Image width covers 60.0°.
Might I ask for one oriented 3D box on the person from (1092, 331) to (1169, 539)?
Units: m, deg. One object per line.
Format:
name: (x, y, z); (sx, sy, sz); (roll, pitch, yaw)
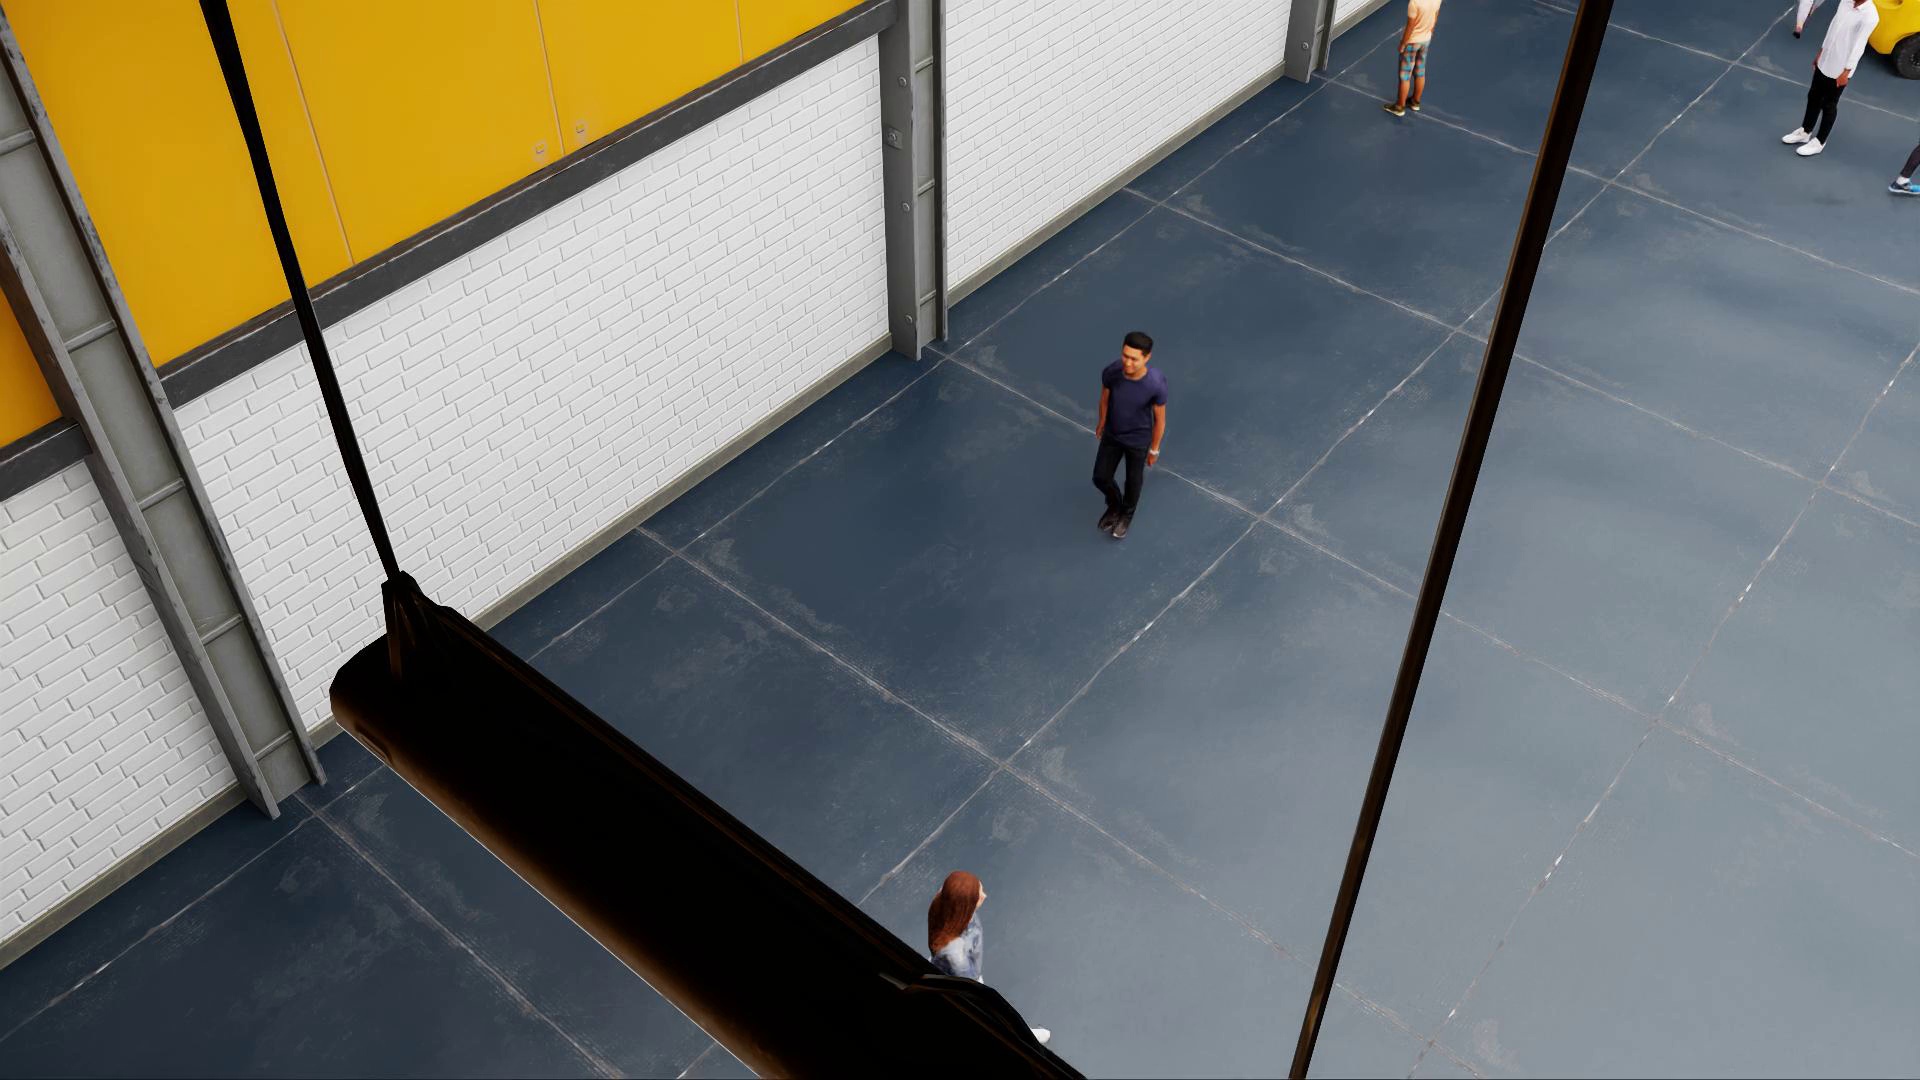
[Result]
person: (1.203, -0.772, 11.493); (0.723, 1.783, 0.667); (21, 47, 20)

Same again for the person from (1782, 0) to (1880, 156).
person: (8.088, -4.422, 15.307); (0.750, 1.806, 0.707); (-7, 44, -7)

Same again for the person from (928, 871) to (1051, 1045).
person: (-0.134, 2.242, 8.425); (1.127, 1.652, 1.133); (1, 44, 1)

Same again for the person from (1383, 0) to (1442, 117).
person: (4.379, -4.789, 15.943); (0.513, 1.461, 0.645); (-22, 48, -21)
